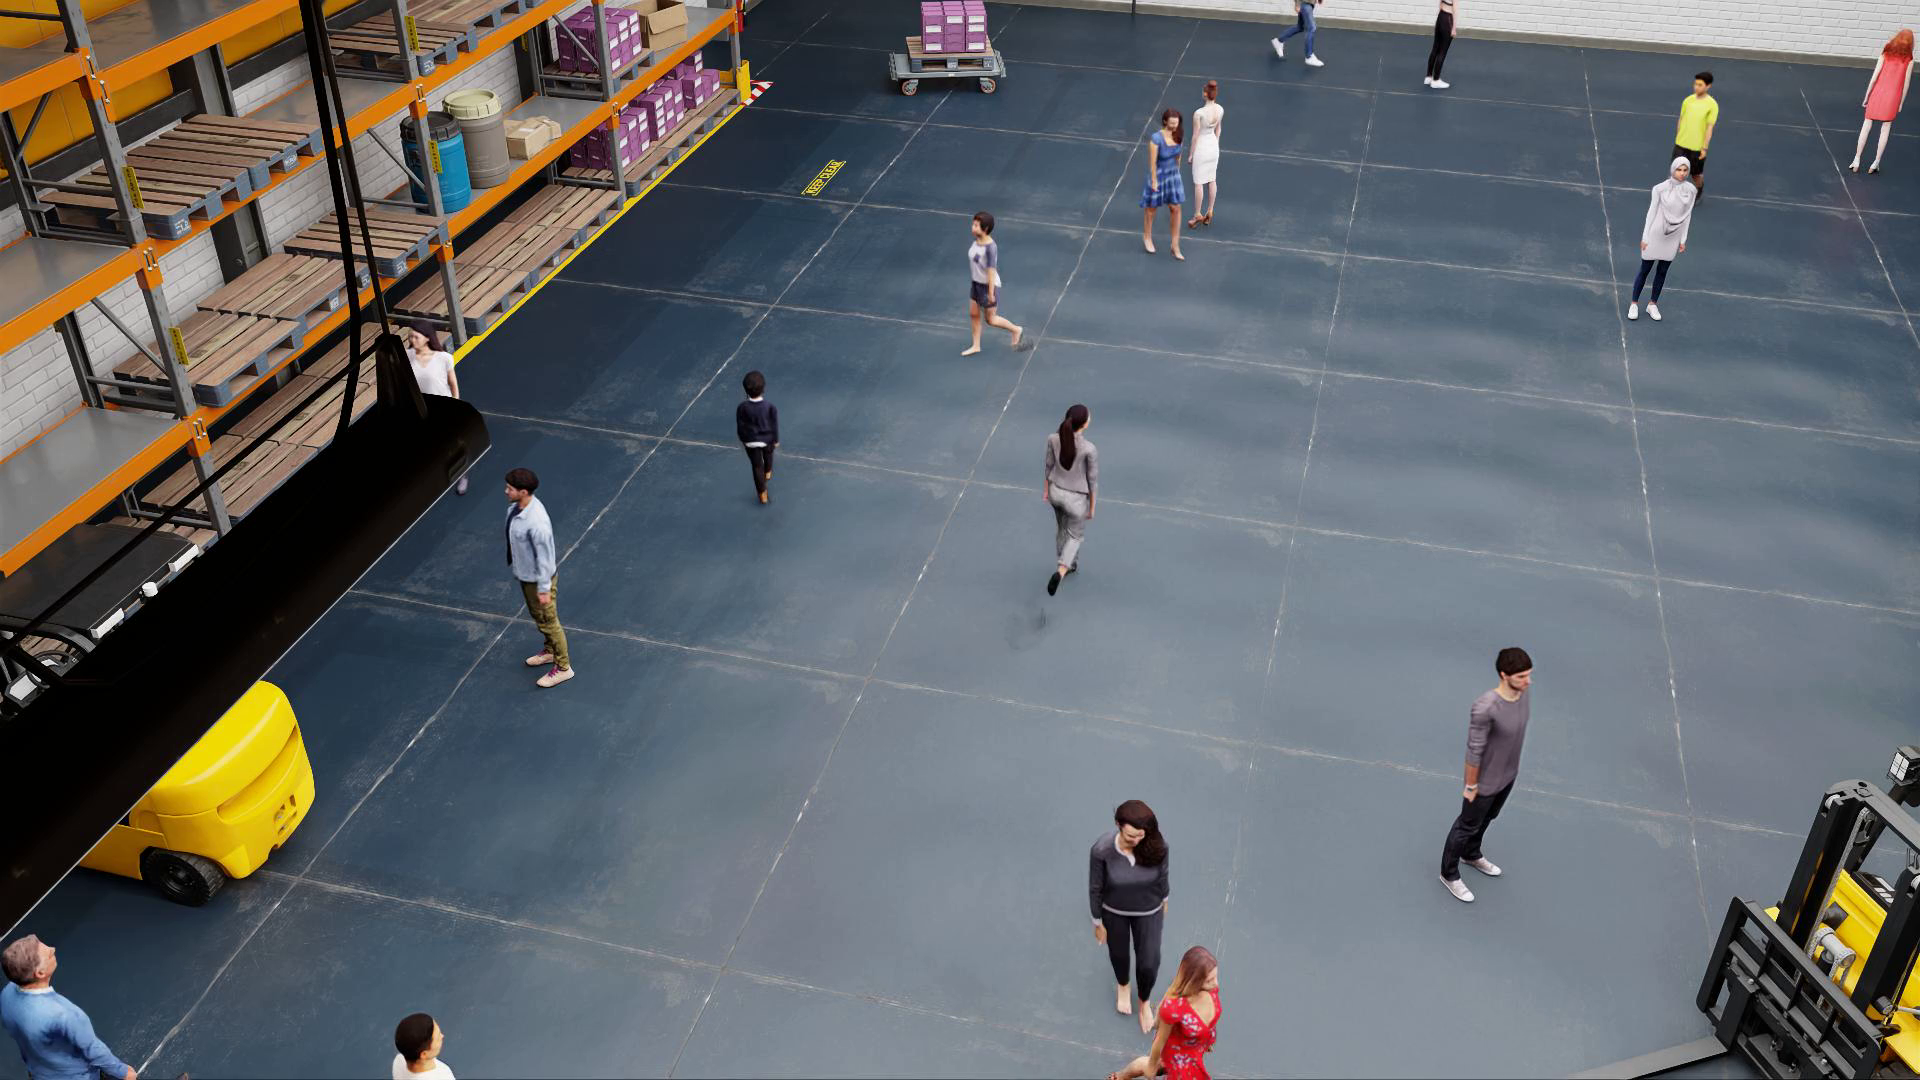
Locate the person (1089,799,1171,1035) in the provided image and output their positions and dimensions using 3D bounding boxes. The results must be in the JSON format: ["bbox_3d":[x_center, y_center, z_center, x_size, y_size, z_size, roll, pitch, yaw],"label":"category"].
[{"bbox_3d":[0.973,2.073,9.675,0.716,1.742,0.738,-3,34,-4],"label":"person"}]

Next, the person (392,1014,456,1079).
[{"bbox_3d":[-2.554,3.006,8.221,0.726,1.799,0.718,-27,42,-34],"label":"person"}]

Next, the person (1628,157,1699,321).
[{"bbox_3d":[7.421,-3.188,17.561,0.642,1.775,0.579,3,34,4],"label":"person"}]

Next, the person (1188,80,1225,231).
[{"bbox_3d":[2.892,-4.534,19.564,0.618,1.798,0.675,-17,37,-24],"label":"person"}]

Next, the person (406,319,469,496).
[{"bbox_3d":[-4.591,-1.171,14.608,0.620,1.684,0.563,4,34,6],"label":"person"}]

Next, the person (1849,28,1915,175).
[{"bbox_3d":[11.714,-5.564,21.090,0.642,1.826,0.575,15,36,21],"label":"person"}]

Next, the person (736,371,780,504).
[{"bbox_3d":[-1.765,-0.884,14.612,0.714,1.203,0.871,-6,34,-9],"label":"person"}]

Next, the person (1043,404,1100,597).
[{"bbox_3d":[0.835,-0.272,13.284,0.816,1.653,1.019,17,37,23],"label":"person"}]

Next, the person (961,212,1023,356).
[{"bbox_3d":[0.318,-2.601,16.883,0.921,1.548,0.896,-13,36,-19],"label":"person"}]

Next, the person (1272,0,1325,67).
[{"bbox_3d":[5.090,-8.047,24.814,1.009,1.838,1.193,21,39,29],"label":"person"}]

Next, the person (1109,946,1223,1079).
[{"bbox_3d":[1.117,2.700,8.912,0.991,1.543,1.120,29,43,36],"label":"person"}]

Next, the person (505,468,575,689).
[{"bbox_3d":[-3.135,0.261,12.340,0.817,1.811,0.743,-16,37,-22],"label":"person"}]

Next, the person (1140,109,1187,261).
[{"bbox_3d":[2.280,-4.057,18.874,0.943,1.768,1.009,-18,38,-25],"label":"person"}]

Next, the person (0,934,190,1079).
[{"bbox_3d":[-4.654,2.810,8.542,0.902,1.769,1.215,20,38,27],"label":"person"}]

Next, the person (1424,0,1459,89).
[{"bbox_3d":[6.977,-7.414,23.949,0.720,1.742,0.597,-7,34,-11],"label":"person"}]

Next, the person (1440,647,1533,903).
[{"bbox_3d":[3.352,1.443,10.523,0.684,1.853,0.808,-27,42,-34],"label":"person"}]

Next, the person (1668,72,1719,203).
[{"bbox_3d":[8.884,-4.809,20.080,1.126,1.686,0.962,-27,42,-35],"label":"person"}]
